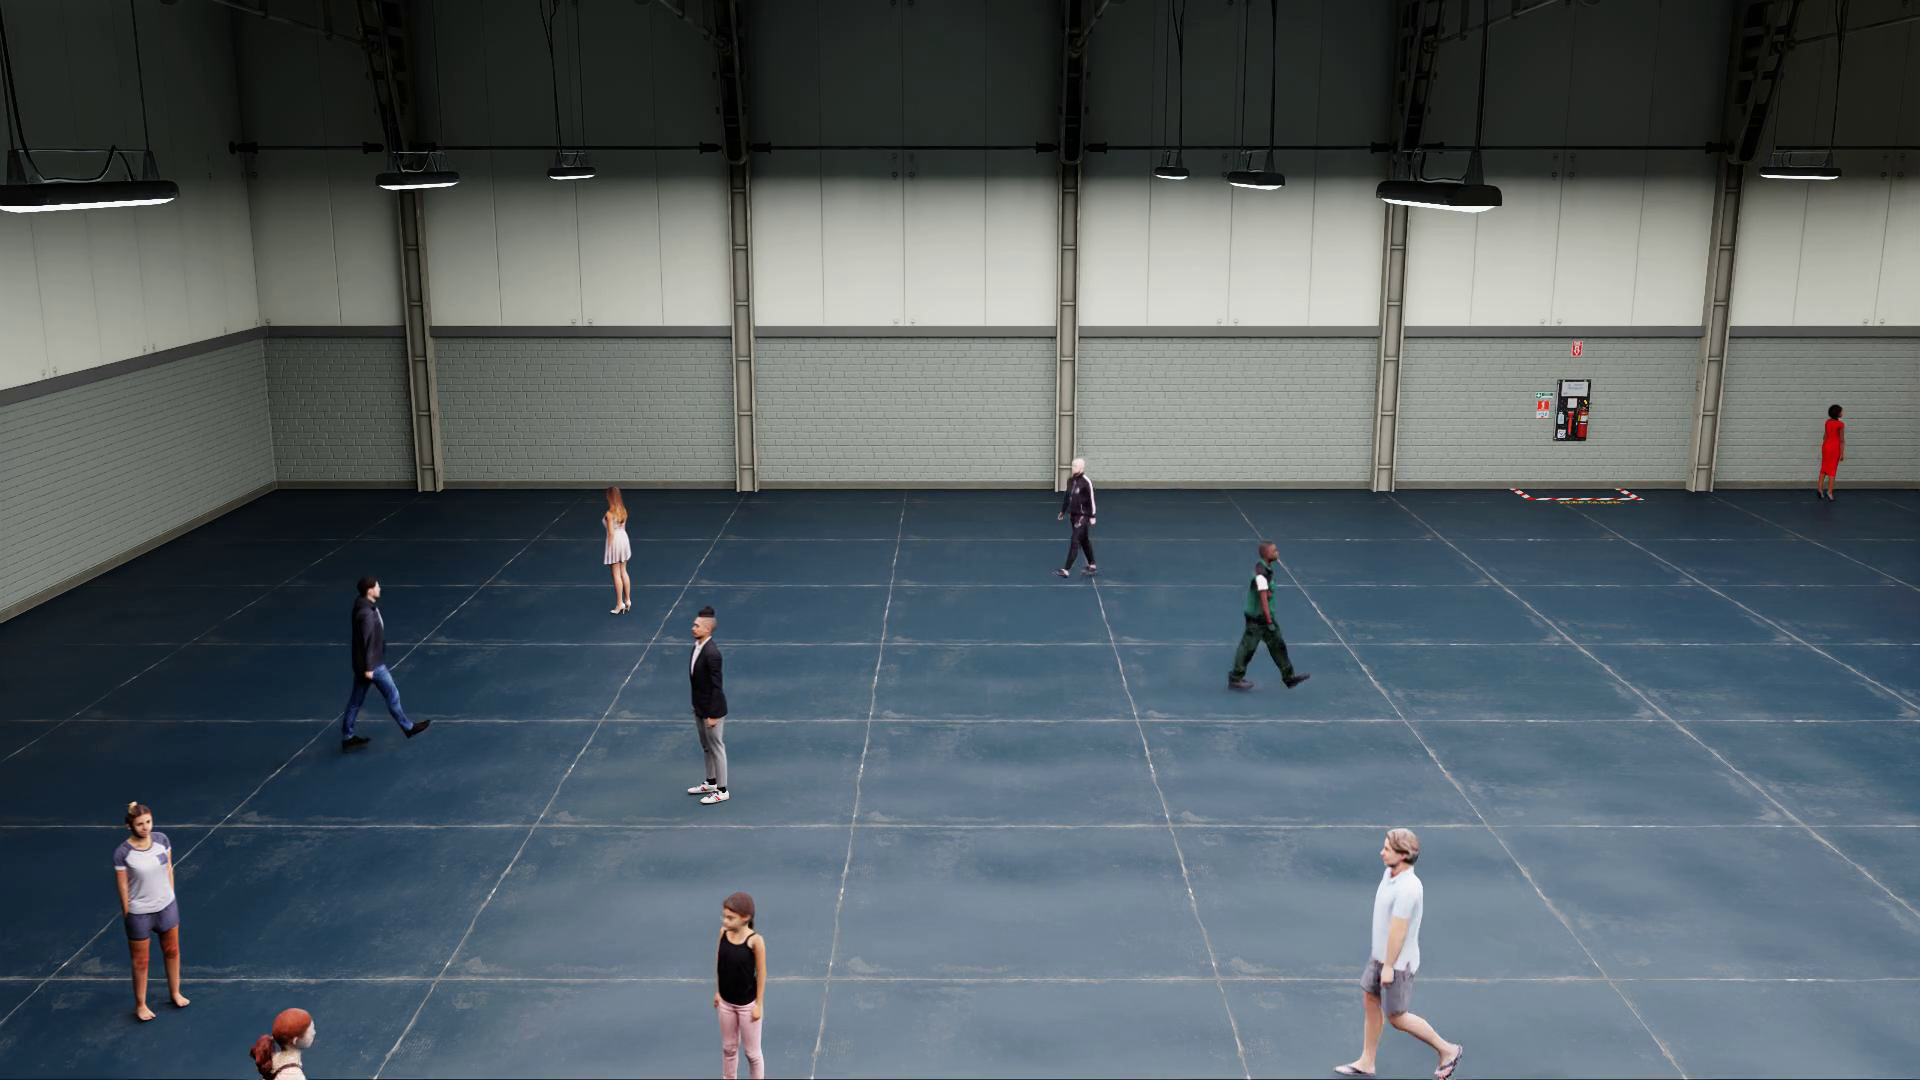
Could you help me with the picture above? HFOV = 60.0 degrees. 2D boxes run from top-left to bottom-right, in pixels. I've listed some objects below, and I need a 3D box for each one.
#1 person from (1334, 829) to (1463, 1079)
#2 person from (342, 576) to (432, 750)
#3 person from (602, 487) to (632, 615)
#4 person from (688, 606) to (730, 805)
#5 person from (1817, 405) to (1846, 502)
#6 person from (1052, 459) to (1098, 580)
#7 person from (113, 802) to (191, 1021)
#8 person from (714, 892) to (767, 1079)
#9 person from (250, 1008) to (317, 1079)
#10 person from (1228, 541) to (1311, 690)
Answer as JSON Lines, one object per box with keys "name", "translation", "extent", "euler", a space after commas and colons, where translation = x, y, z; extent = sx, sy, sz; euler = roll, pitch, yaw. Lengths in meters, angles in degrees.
{"name": "person", "translation": [3.004, 2.822, 11.154], "extent": [1.037, 1.810, 0.663], "euler": [0, 13, -1]}
{"name": "person", "translation": [-6.324, 1.331, 17.535], "extent": [1.262, 1.836, 1.087], "euler": [-9, 16, -33]}
{"name": "person", "translation": [-4.710, 0.137, 22.844], "extent": [0.692, 1.768, 0.658], "euler": [6, 14, 24]}
{"name": "person", "translation": [-2.440, 1.586, 16.187], "extent": [0.782, 1.948, 0.792], "euler": [-7, 15, -28]}
{"name": "person", "translation": [15.932, -1.602, 30.411], "extent": [0.610, 1.743, 0.636], "euler": [-4, 14, -18]}
{"name": "person", "translation": [1.861, -0.312, 24.731], "extent": [1.263, 1.790, 1.061], "euler": [-7, 15, -29]}
{"name": "person", "translation": [-5.917, 2.689, 12.148], "extent": [0.672, 1.620, 0.637], "euler": [9, 16, 35]}
{"name": "person", "translation": [-1.436, 3.013, 10.873], "extent": [0.583, 1.564, 0.680], "euler": [7, 15, 27]}
{"name": "person", "translation": [-3.660, 3.378, 8.880], "extent": [1.075, 1.754, 0.948], "euler": [-12, 18, -42]}
{"name": "person", "translation": [3.423, 0.921, 19.416], "extent": [1.260, 1.786, 0.945], "euler": [4, 14, 16]}
